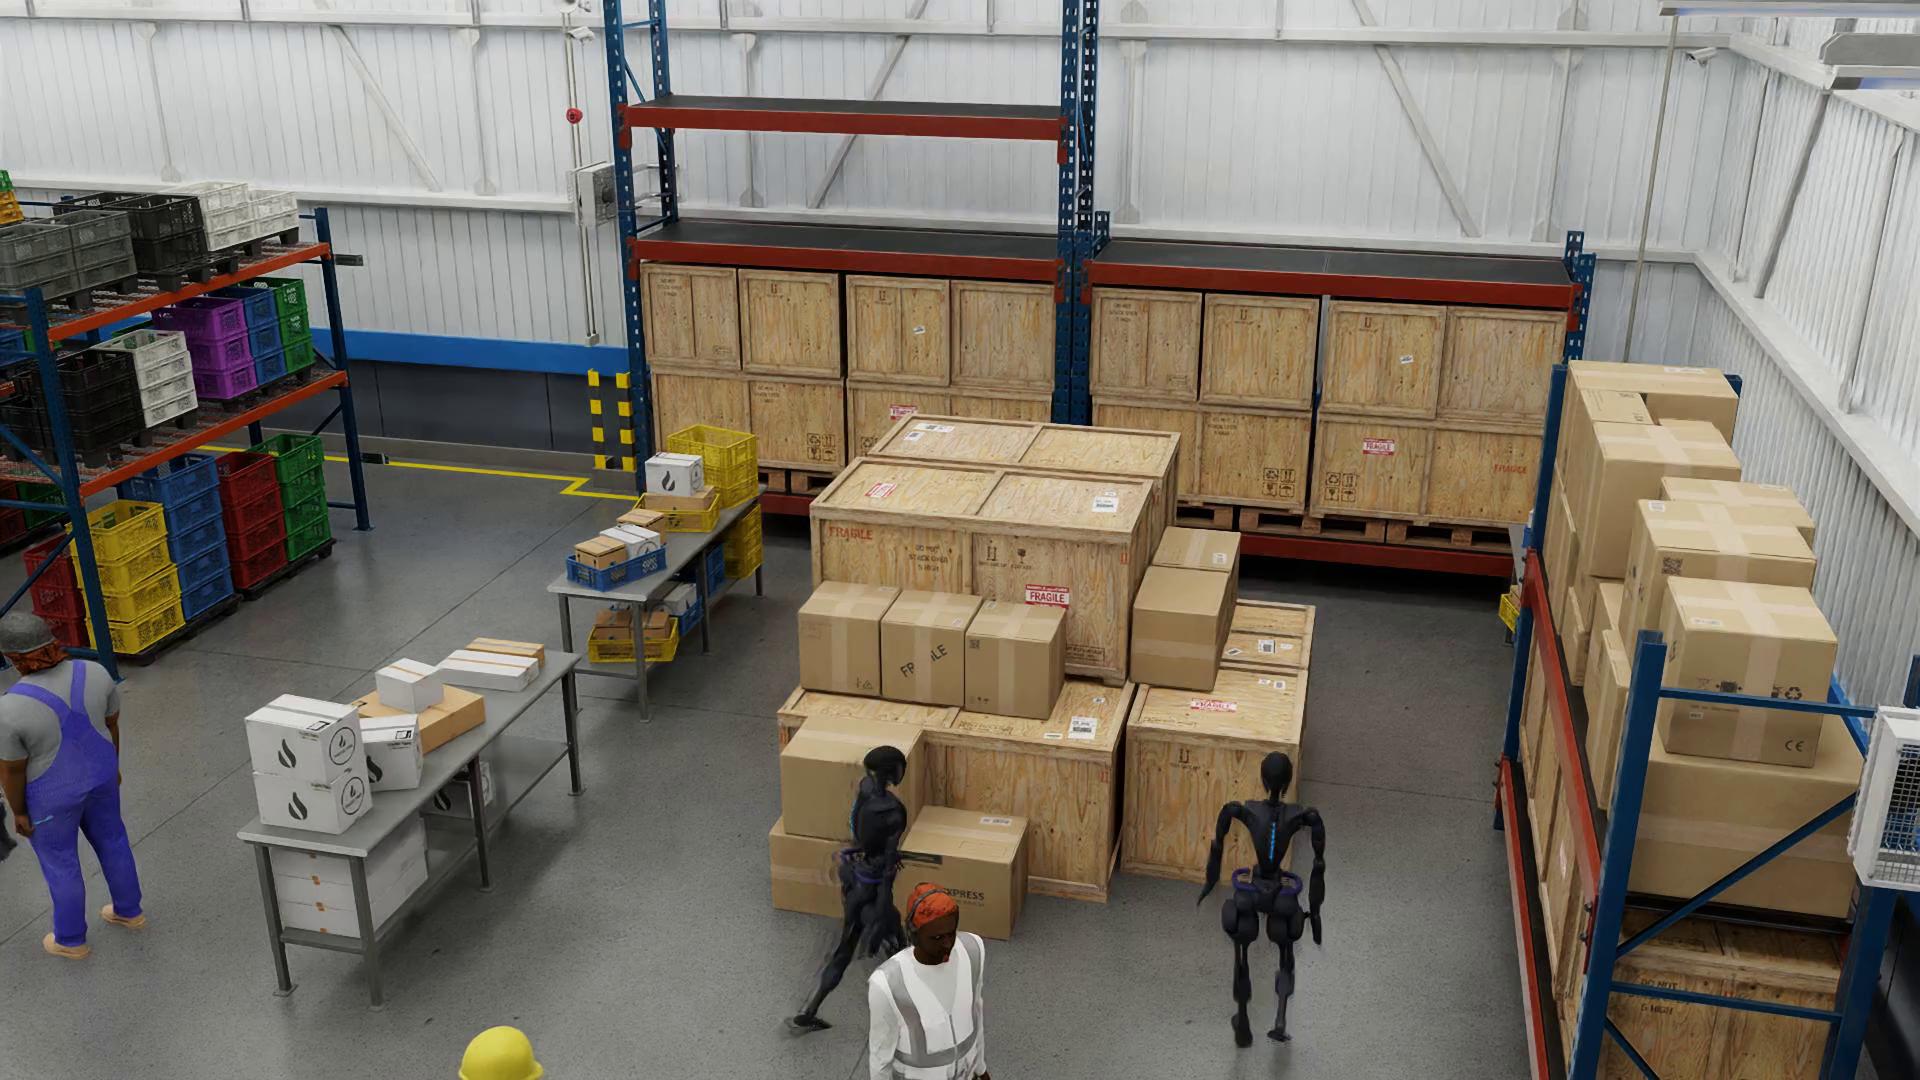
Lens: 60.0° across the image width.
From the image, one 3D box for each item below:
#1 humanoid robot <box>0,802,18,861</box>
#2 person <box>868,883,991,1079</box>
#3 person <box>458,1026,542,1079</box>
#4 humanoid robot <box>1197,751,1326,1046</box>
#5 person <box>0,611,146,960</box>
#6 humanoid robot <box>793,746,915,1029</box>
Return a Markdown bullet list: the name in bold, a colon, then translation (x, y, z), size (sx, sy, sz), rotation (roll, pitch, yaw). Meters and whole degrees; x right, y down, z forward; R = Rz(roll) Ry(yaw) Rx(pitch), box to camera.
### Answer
- **humanoid robot**: translation (-6.045, 1.184, 9.966), size (0.631, 1.649, 0.391), rotation (-1, 21, -2)
- **person**: translation (-0.113, 2.255, 6.885), size (0.583, 1.882, 0.345), rotation (-16, 26, -36)
- **person**: translation (-1.603, 2.587, 5.970), size (0.584, 1.918, 0.374), rotation (17, 27, 38)
- **humanoid robot**: translation (1.513, 1.790, 8.385), size (0.611, 1.652, 0.457), rotation (2, 21, 6)
- **person**: translation (-4.938, 1.316, 9.123), size (0.535, 2.000, 0.677), rotation (11, 24, 28)
- **humanoid robot**: translation (-0.490, 1.791, 8.482), size (0.793, 1.644, 0.559), rotation (-11, 23, -26)
